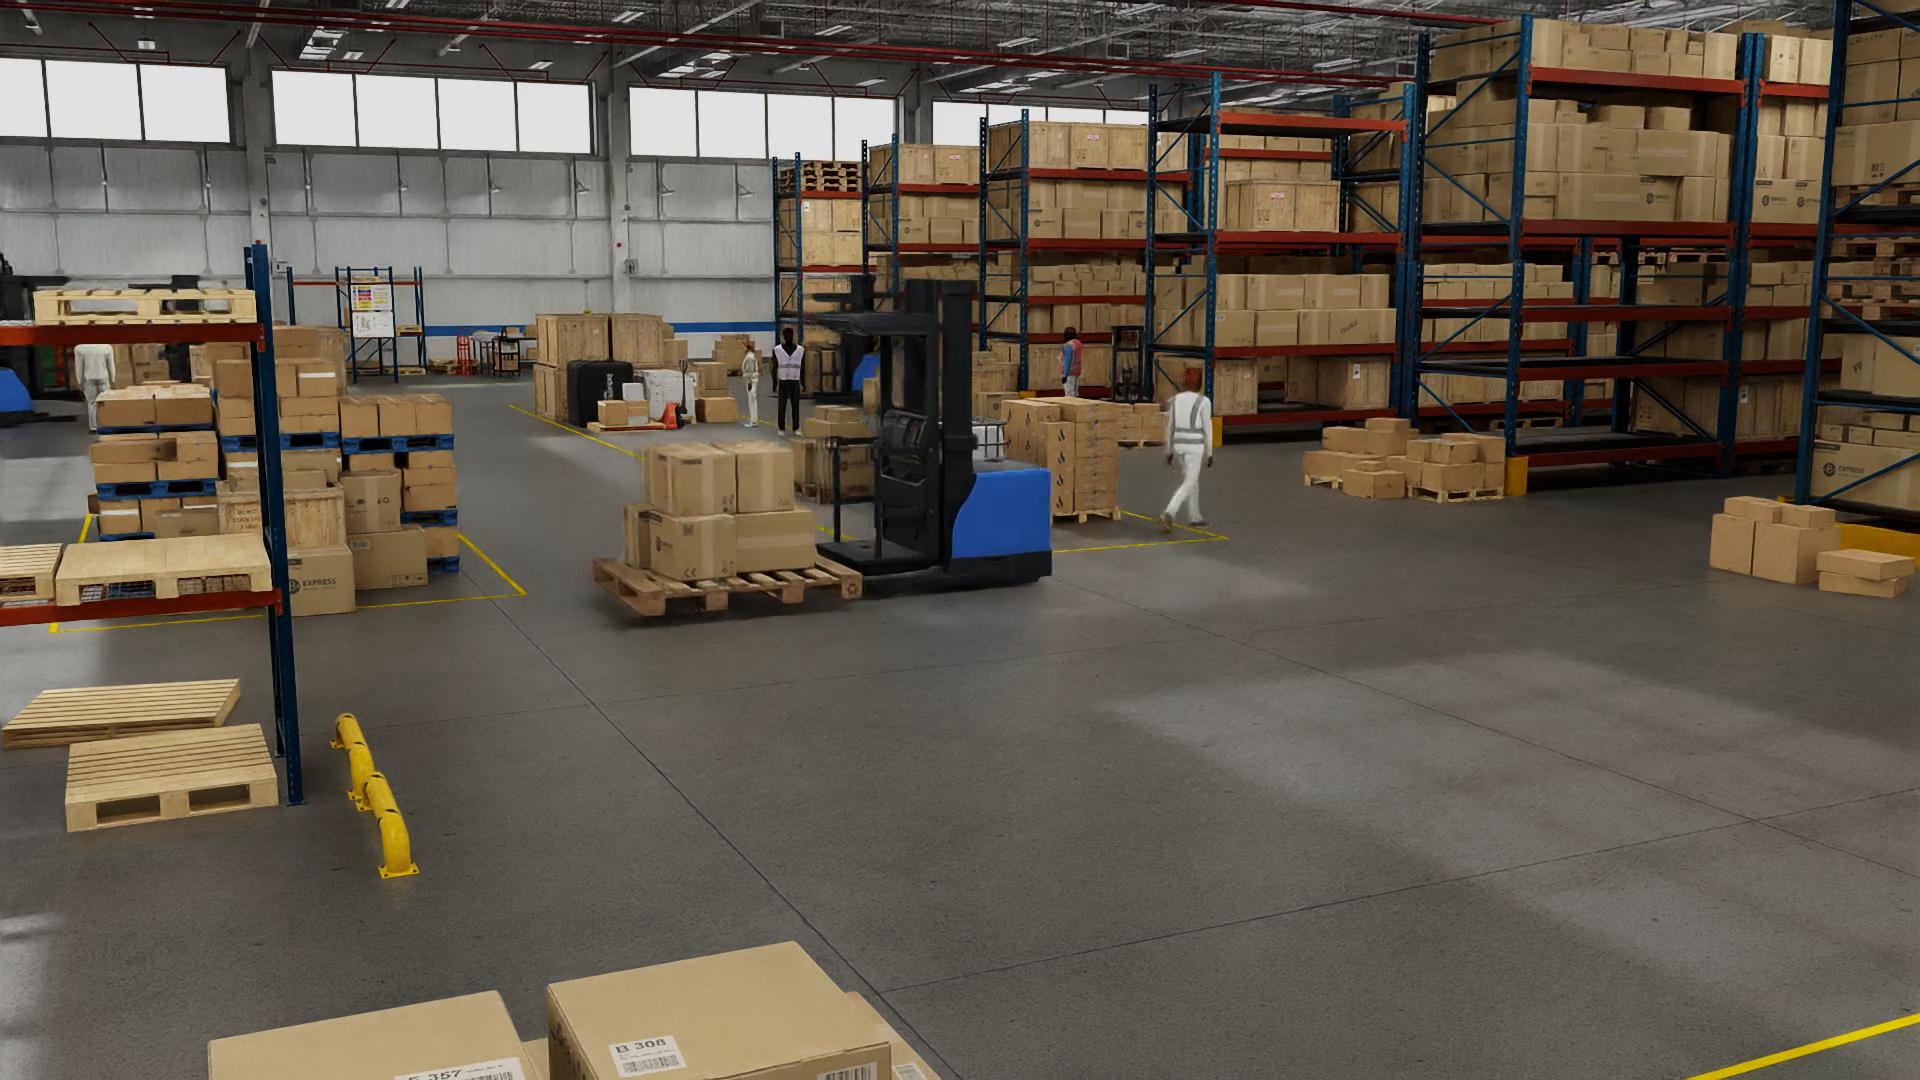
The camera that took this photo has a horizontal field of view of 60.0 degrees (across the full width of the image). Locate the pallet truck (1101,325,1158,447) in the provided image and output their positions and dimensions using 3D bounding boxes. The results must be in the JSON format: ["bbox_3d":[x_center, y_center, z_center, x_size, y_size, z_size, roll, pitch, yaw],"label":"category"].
[{"bbox_3d":[2.881,-2.596,27.923,0.823,1.965,1.885,-1,9,-7],"label":"pallet truck"}]

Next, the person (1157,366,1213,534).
[{"bbox_3d":[2.505,-1.000,18.483,0.873,1.861,0.589,-7,12,-38],"label":"person"}]

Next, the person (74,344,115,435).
[{"bbox_3d":[-15.374,-2.836,29.598,0.635,1.937,0.355,-6,11,-32],"label":"person"}]

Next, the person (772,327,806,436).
[{"bbox_3d":[-3.023,-2.794,29.395,0.597,1.917,0.378,-2,9,-14],"label":"person"}]

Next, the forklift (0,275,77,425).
[{"bbox_3d":[-17.859,-3.549,31.106,1.129,2.768,1.873,6,11,33],"label":"forklift"}]

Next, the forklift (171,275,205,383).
[{"bbox_3d":[-16.939,-4.430,36.569,1.873,2.768,1.129,-8,12,-40],"label":"forklift"}]

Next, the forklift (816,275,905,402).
[{"bbox_3d":[-2.116,-4.437,36.618,1.873,2.768,1.129,2,9,13],"label":"forklift"}]

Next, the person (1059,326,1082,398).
[{"bbox_3d":[2.121,-3.198,32.136,0.429,1.847,0.627,4,10,24],"label":"person"}]

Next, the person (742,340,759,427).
[{"bbox_3d":[-3.919,-2.921,31.076,0.311,1.632,0.519,-1,9,-9],"label":"person"}]

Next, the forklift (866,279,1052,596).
[{"bbox_3d":[-0.175,-1.004,15.318,1.873,2.768,1.129,-4,10,-25],"label":"forklift"}]
